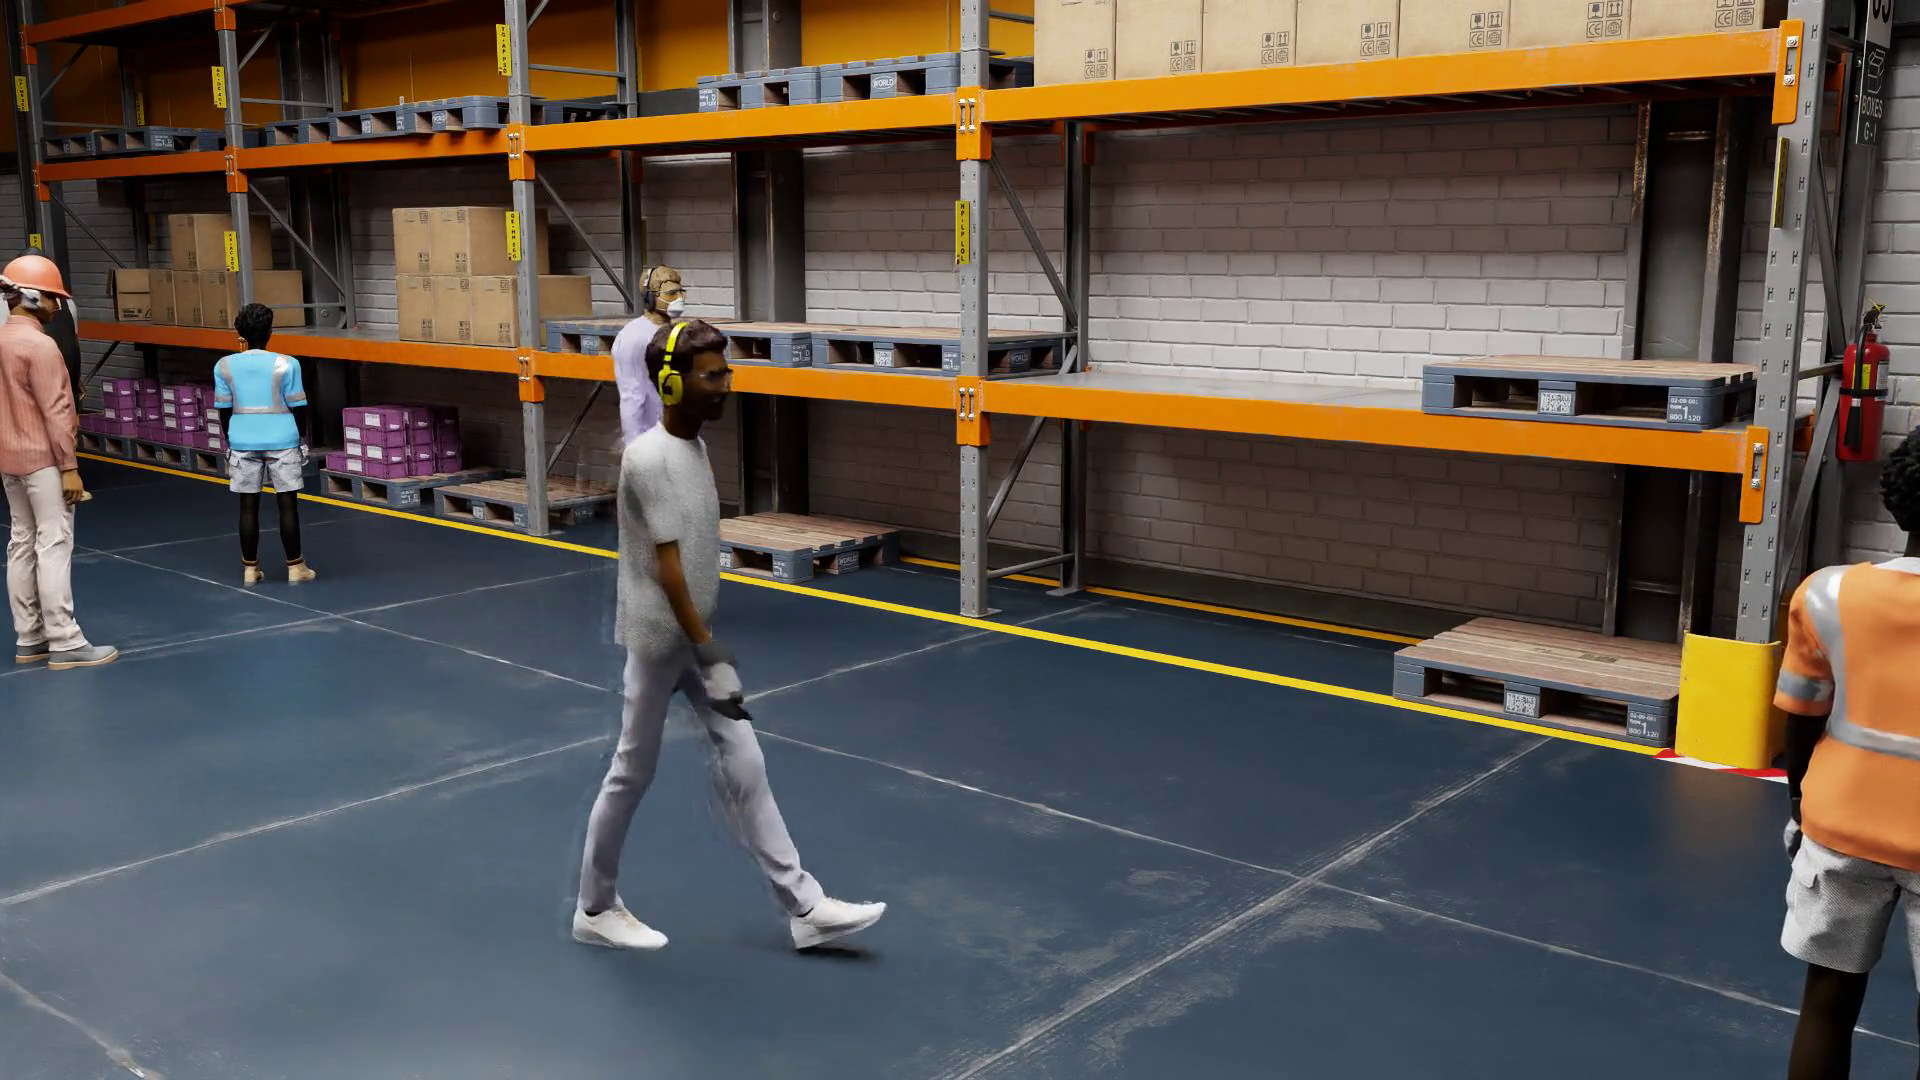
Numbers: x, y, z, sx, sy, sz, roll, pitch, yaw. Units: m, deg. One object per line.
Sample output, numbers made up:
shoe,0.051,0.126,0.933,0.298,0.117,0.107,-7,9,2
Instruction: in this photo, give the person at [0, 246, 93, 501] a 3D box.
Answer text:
person,-7.216,-1.292,13.138,0.537,2.000,0.683,6,12,32

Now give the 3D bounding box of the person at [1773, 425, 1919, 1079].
person,1.892,0.606,3.312,0.321,1.696,0.530,-8,13,-39

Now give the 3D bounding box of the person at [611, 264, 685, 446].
person,-1.554,-0.465,8.721,0.372,1.940,0.630,4,11,20

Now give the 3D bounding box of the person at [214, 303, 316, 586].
person,-4.157,-0.563,9.958,0.535,1.700,0.318,-1,10,-4

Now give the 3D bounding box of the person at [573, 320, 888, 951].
person,-0.702,0.307,4.660,0.976,1.820,0.506,3,10,15

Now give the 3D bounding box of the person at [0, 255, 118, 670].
person,-4.430,-0.368,8.035,0.611,1.985,0.394,7,12,34
